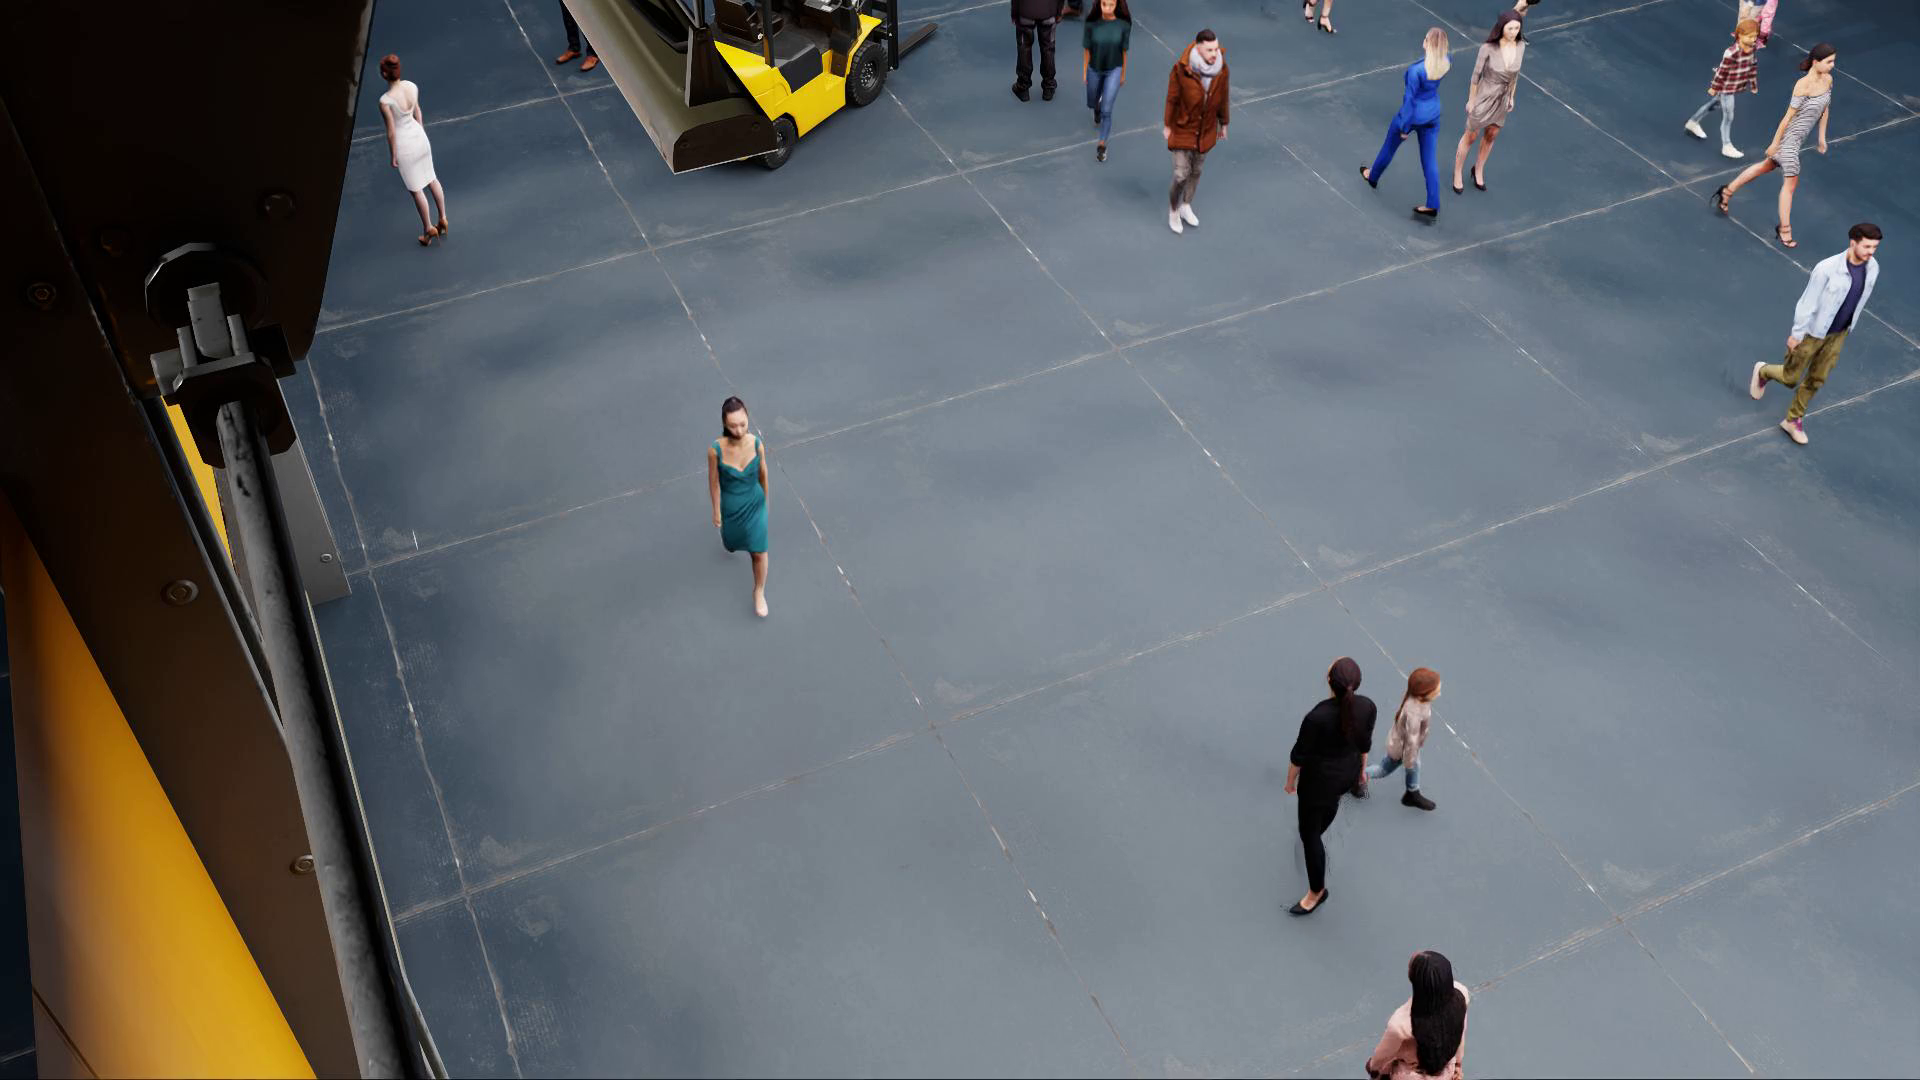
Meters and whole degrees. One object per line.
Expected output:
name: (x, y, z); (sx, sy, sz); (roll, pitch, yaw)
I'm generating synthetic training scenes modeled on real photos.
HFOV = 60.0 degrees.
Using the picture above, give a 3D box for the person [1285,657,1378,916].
person: (2.071, 1.377, 9.297); (0.688, 1.625, 0.815); (-19, 47, -18)

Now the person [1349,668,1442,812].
person: (2.579, 1.177, 9.831); (0.878, 1.177, 0.793); (17, 46, 17)

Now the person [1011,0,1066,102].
person: (0.736, -5.083, 15.932); (0.776, 1.826, 0.738); (-3, 44, -3)

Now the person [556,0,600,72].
person: (-3.865, -5.583, 16.475); (0.725, 1.800, 0.830); (23, 48, 22)

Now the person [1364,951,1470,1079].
person: (2.266, 2.647, 7.942); (0.850, 1.654, 1.319); (-31, 52, -28)

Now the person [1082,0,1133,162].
person: (1.339, -4.351, 15.327); (0.895, 1.600, 1.038); (5, 44, 5)

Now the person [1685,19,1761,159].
person: (7.103, -4.256, 15.466); (0.621, 1.270, 0.946); (-25, 49, -24)

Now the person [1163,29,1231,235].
person: (1.979, -3.570, 14.343); (0.740, 1.827, 0.707); (-14, 45, -14)

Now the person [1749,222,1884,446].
person: (6.314, -1.585, 12.278); (0.826, 1.800, 1.006); (-7, 44, -8)

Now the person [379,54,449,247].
person: (-4.638, -3.303, 14.088); (0.655, 1.792, 0.631); (21, 47, 20)

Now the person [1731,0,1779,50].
person: (8.251, -5.729, 16.887); (0.645, 1.444, 0.513); (-5, 44, -5)

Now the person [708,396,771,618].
person: (-1.460, -0.259, 10.983); (0.661, 1.667, 0.951); (-11, 45, -11)

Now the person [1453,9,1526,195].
person: (4.699, -3.887, 14.736); (0.640, 1.744, 0.572); (-10, 44, -10)

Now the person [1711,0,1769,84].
person: (7.740, -5.259, 16.211); (0.768, 1.696, 0.699); (12, 45, 12)

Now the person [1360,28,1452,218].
person: (4.077, -3.596, 14.501); (0.632, 1.647, 1.162); (-22, 48, -22)

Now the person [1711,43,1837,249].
person: (7.022, -3.435, 14.238); (0.785, 1.776, 1.152); (-30, 51, -27)
